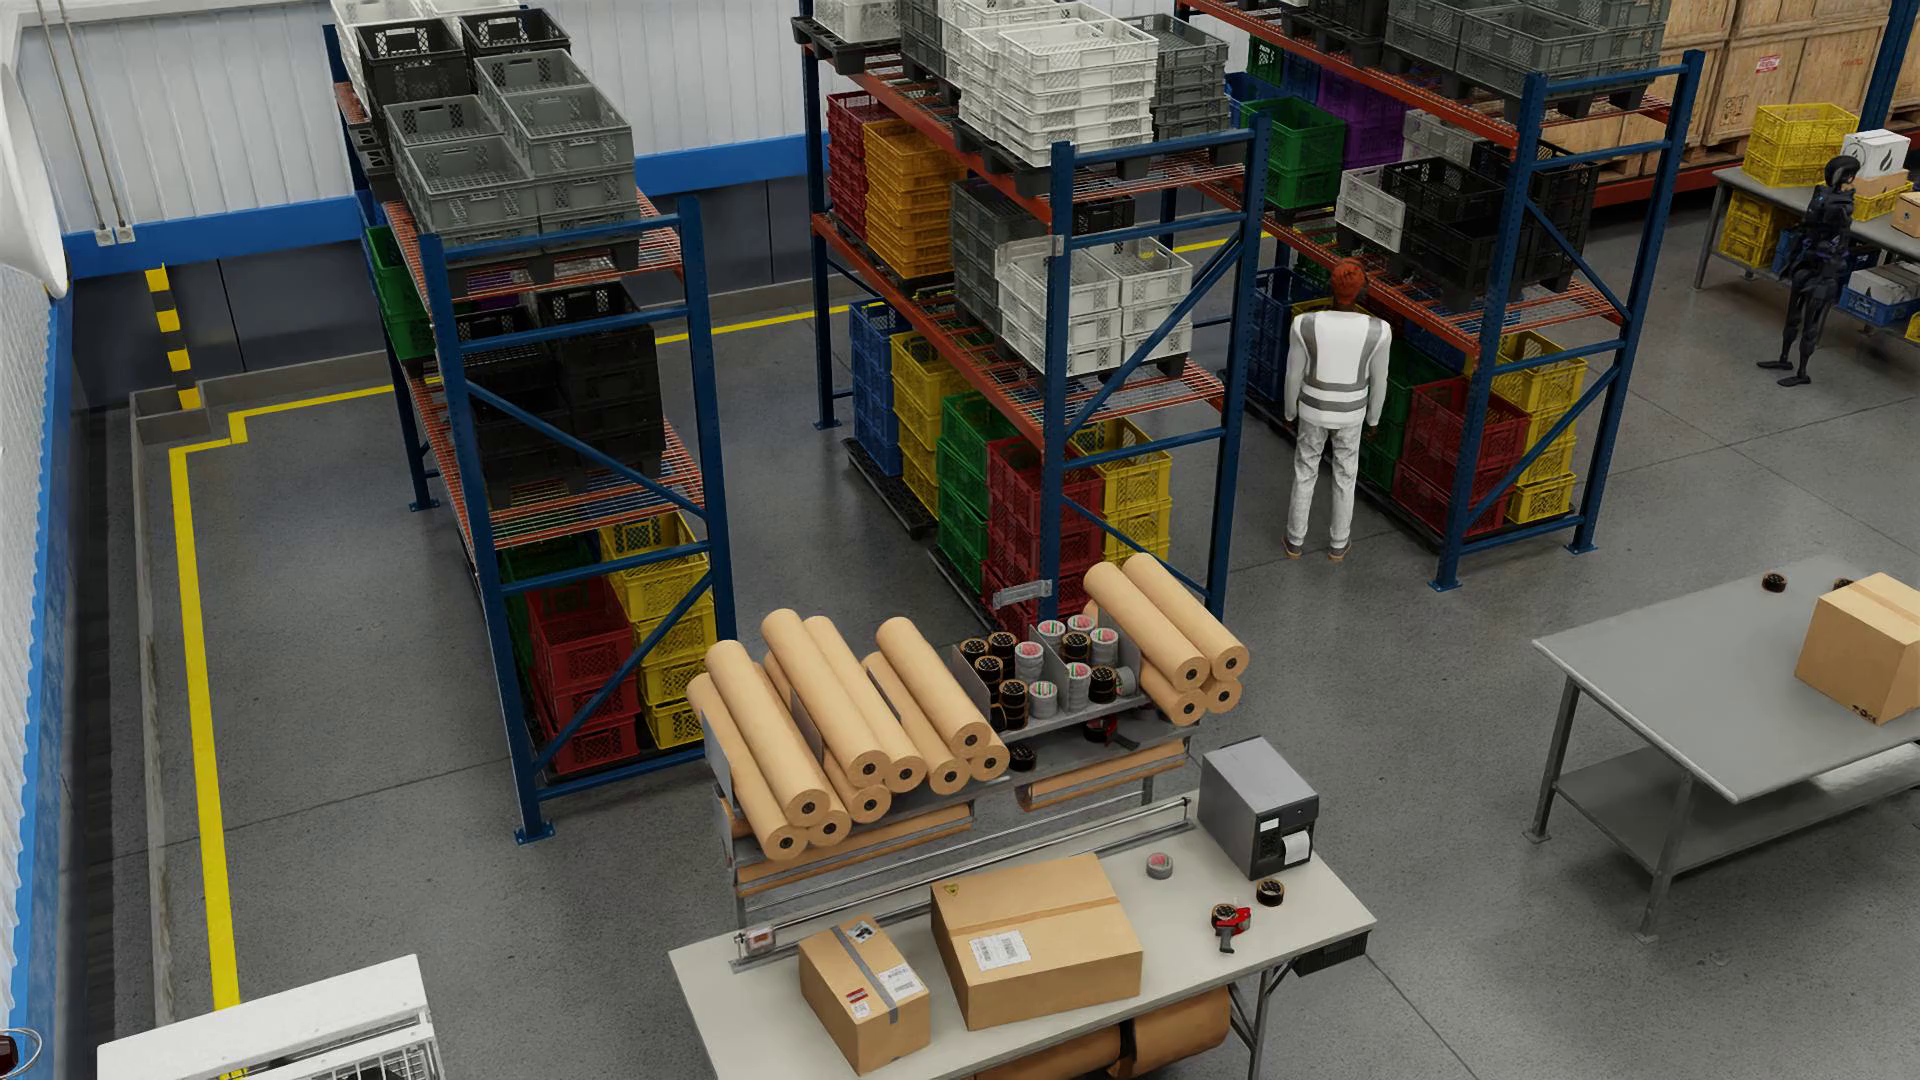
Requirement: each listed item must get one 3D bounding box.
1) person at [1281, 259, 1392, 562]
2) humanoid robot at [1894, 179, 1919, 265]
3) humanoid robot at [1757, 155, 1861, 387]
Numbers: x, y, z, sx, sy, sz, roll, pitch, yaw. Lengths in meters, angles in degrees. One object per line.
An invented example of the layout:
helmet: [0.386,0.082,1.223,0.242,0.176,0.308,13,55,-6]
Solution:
person: [2.148,-0.729,9.616,0.574,1.882,0.356,6,32,9]
humanoid robot: [7.439,-2.552,12.757,0.603,1.657,0.316,-28,41,-37]
humanoid robot: [5.993,-1.902,11.704,0.331,1.657,0.584,-2,32,-3]
